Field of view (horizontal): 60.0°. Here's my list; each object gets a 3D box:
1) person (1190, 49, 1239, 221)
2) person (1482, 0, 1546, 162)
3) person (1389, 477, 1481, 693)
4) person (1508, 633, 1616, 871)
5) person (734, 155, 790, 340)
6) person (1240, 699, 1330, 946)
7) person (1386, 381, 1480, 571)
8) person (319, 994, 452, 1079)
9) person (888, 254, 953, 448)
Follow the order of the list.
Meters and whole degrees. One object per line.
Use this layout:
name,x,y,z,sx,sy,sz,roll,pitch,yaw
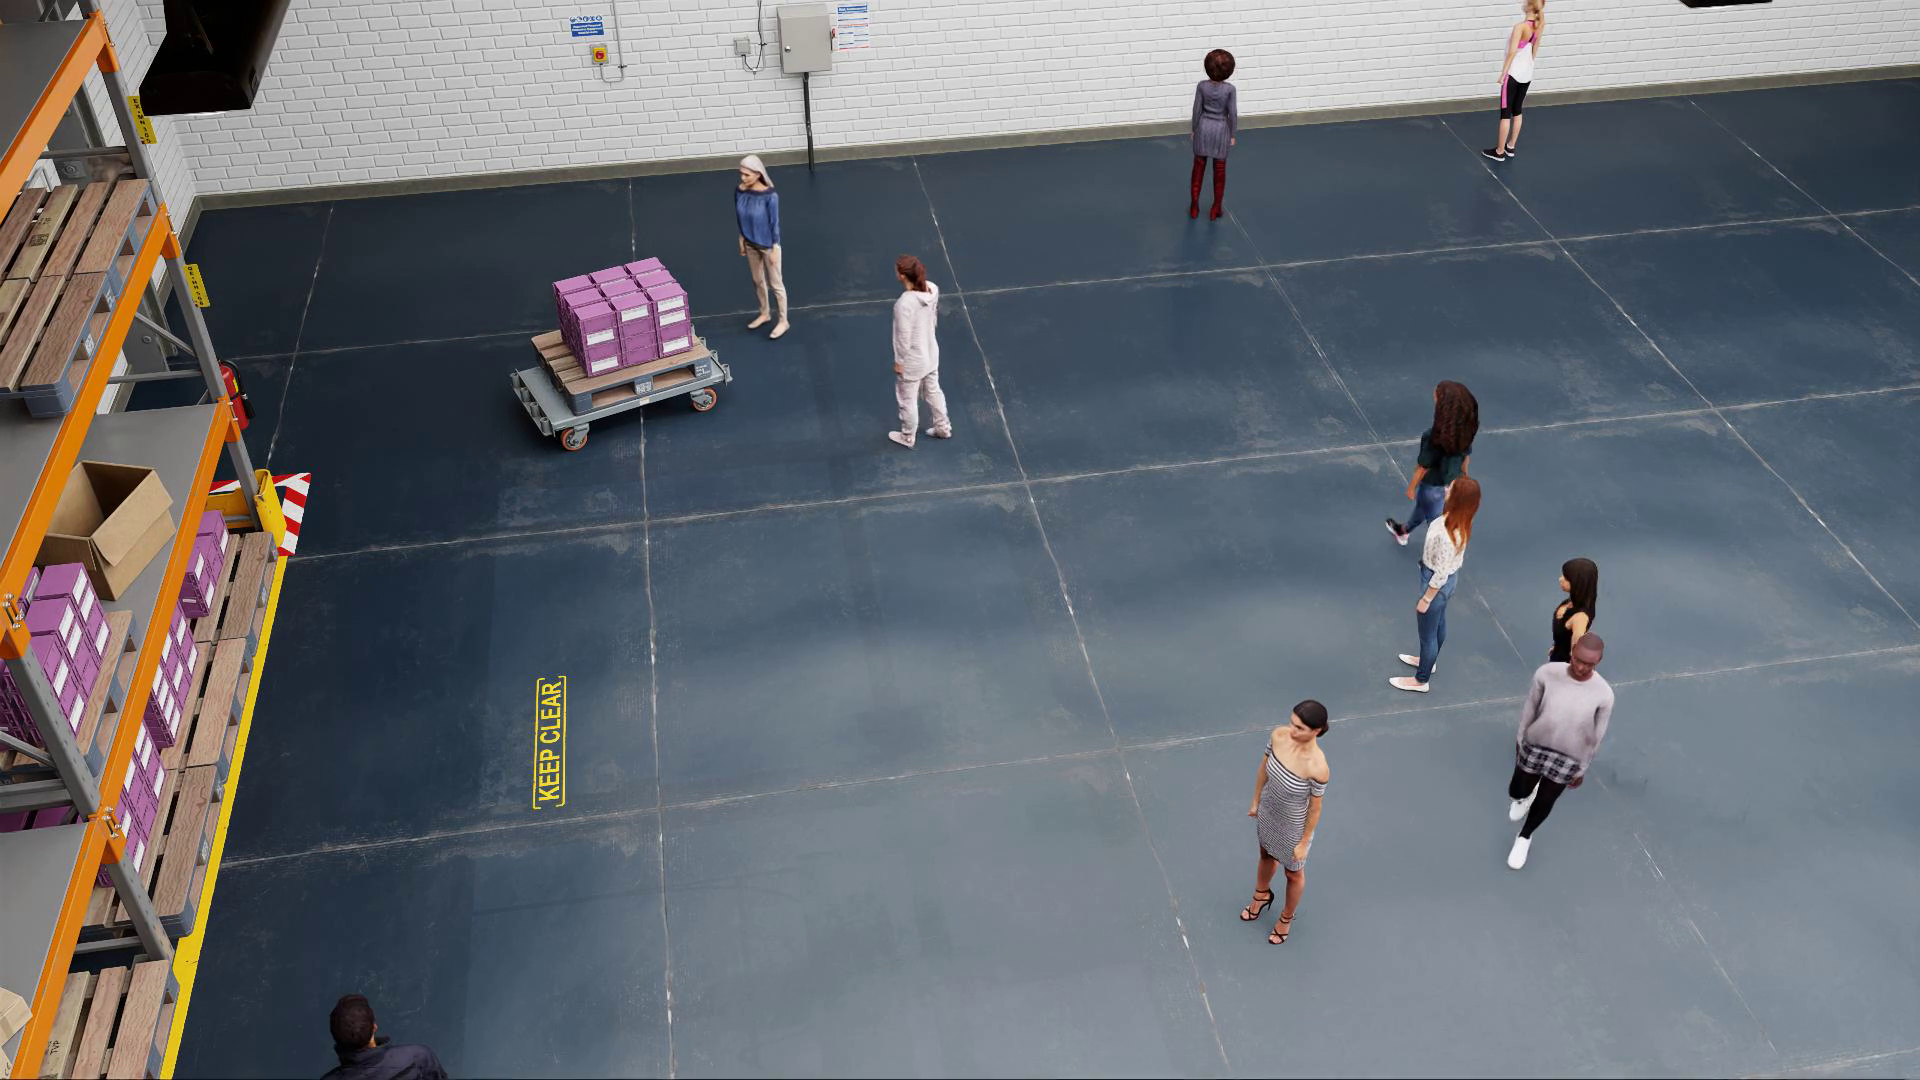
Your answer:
person,2.468,-3.960,16.278,0.668,1.710,0.668,12,40,15
person,5.803,-4.828,17.304,0.678,1.785,0.648,-22,44,-25
person,3.158,0.281,10.953,0.715,1.727,0.630,18,42,21
person,3.531,1.179,9.803,0.853,1.760,0.927,20,43,23
person,-1.729,-2.591,14.572,0.712,1.699,0.761,21,43,24
person,1.828,1.564,9.270,0.732,1.822,0.615,-24,45,-27
person,3.483,-0.374,11.882,0.838,1.591,1.018,-24,44,-27
person,-2.562,2.830,7.621,0.989,1.901,1.251,-16,41,-19
person,-0.337,-1.501,13.203,0.860,1.704,0.800,27,46,29
